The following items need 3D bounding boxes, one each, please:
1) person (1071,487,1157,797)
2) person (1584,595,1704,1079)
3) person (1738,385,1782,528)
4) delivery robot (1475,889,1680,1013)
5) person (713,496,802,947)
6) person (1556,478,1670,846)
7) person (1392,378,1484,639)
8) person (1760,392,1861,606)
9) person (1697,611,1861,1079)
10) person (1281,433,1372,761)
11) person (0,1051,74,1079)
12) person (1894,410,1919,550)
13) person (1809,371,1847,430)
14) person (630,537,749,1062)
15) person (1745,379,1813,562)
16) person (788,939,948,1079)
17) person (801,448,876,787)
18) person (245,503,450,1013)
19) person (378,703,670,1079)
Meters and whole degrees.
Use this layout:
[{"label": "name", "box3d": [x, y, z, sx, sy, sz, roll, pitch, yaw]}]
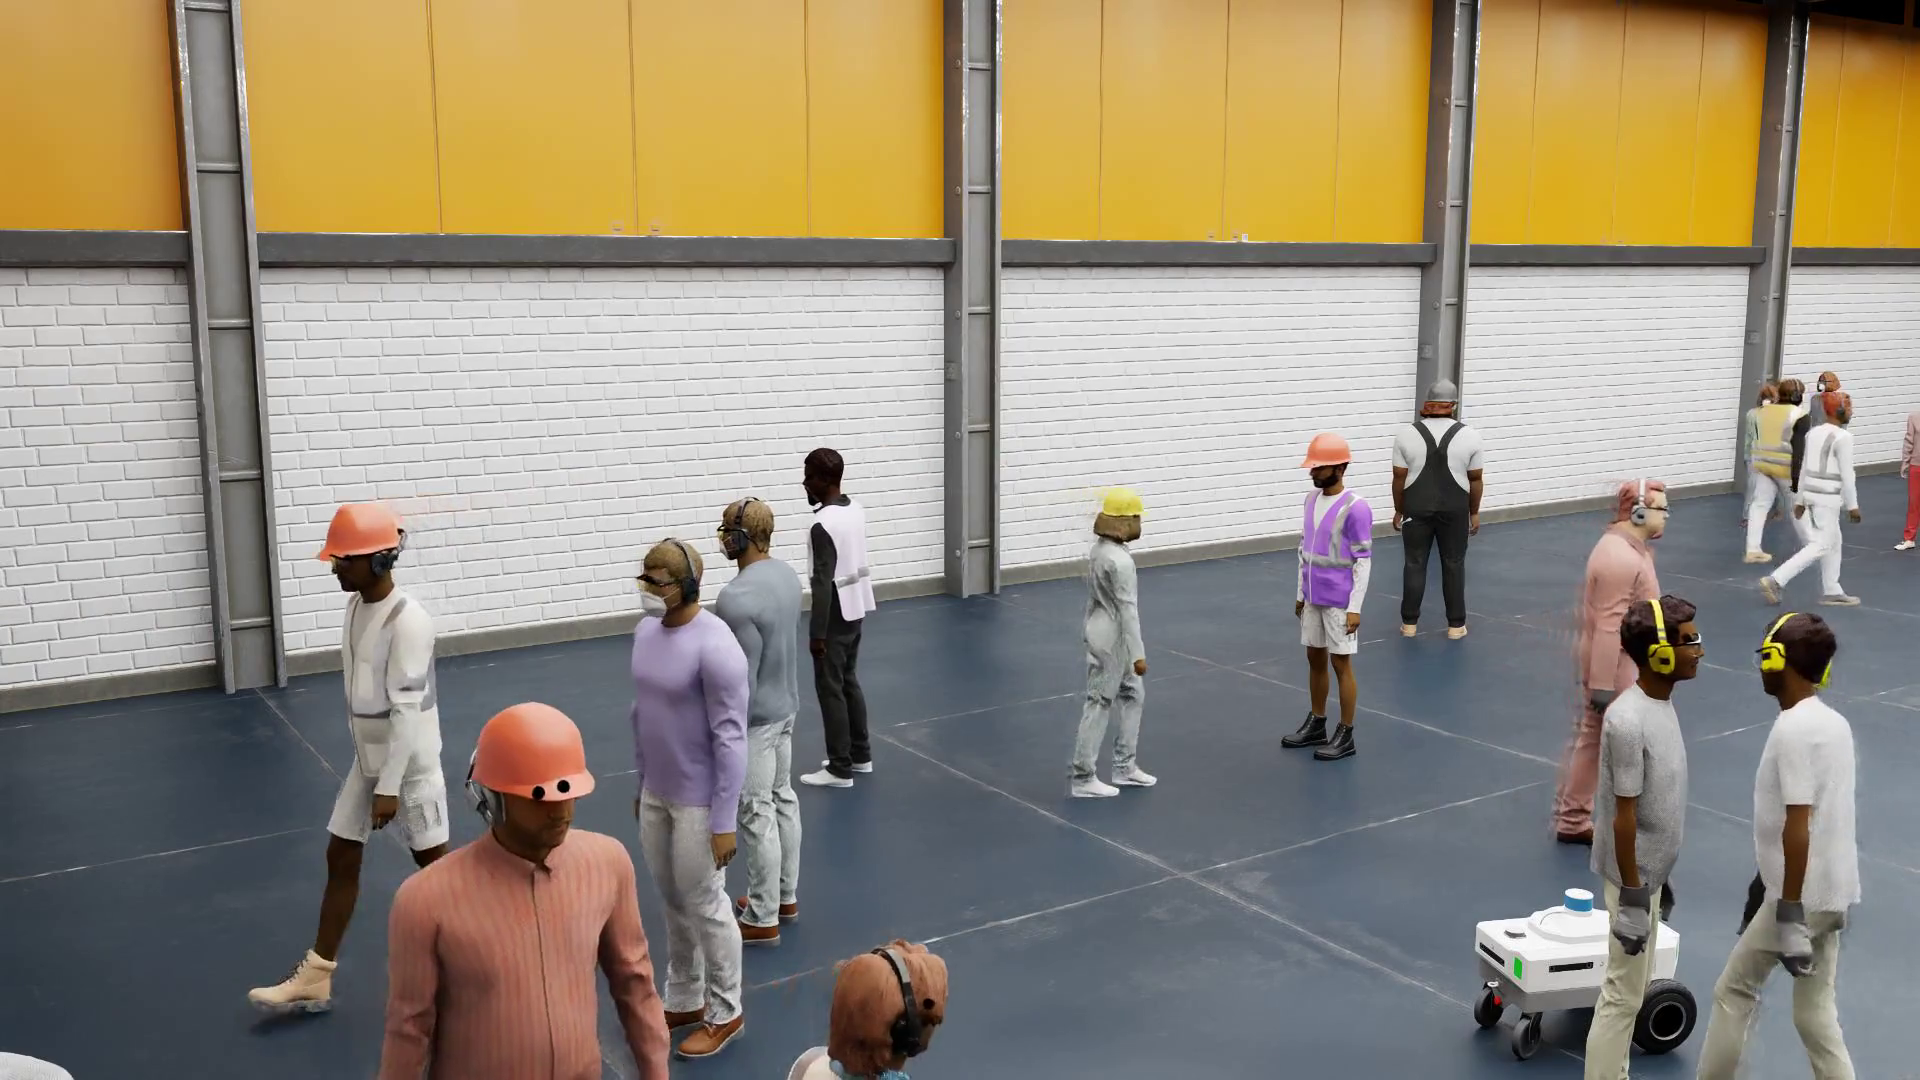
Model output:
[{"label": "person", "box3d": [0.902, 0.562, 9.060, 0.659, 1.714, 0.500, -1, 10, -9]}, {"label": "person", "box3d": [2.217, 1.101, 5.376, 0.328, 1.877, 0.513, 6, 11, 30]}, {"label": "person", "box3d": [9.024, -0.945, 18.581, 0.504, 1.596, 0.846, 9, 13, 42]}, {"label": "delivery robot", "box3d": [2.322, 1.563, 6.278, 0.707, 0.478, 0.477, -2, 10, -12]}, {"label": "person", "box3d": [-0.887, 0.775, 7.152, 0.376, 1.938, 0.639, 3, 10, 15]}, {"label": "person", "box3d": [3.298, 0.638, 8.137, 0.696, 1.880, 0.672, 4, 10, 21]}, {"label": "person", "box3d": [3.731, -0.253, 13.032, 0.688, 2.000, 0.536, 3, 10, 18]}, {"label": "person", "box3d": [7.270, -0.333, 14.109, 0.838, 1.855, 0.574, 1, 9, 3]}, {"label": "person", "box3d": [2.591, 1.142, 5.316, 0.597, 1.813, 0.787, -8, 12, -39]}, {"label": "person", "box3d": [2.158, 0.332, 9.824, 0.372, 1.933, 0.552, -5, 11, -27]}, {"label": "person", "box3d": [-1.769, 1.519, 2.903, 0.519, 1.862, 0.326, -1, 9, -5]}, {"label": "person", "box3d": [9.786, -0.741, 16.799, 0.326, 1.767, 0.533, -8, 12, -39]}, {"label": "person", "box3d": [10.425, -1.217, 20.065, 0.265, 1.632, 0.508, -4, 10, -23]}, {"label": "person", "box3d": [-1.019, 0.947, 6.121, 0.386, 1.937, 0.661, -8, 12, -40]}, {"label": "person", "box3d": [8.124, -0.674, 16.289, 0.931, 1.795, 0.658, -3, 10, -20]}, {"label": "person", "box3d": [-0.118, 1.578, 3.333, 0.845, 1.593, 0.537, -6, 11, -34]}, {"label": "person", "box3d": [-0.679, 0.433, 9.310, 0.384, 1.907, 0.599, 3, 10, 15]}, {"label": "person", "box3d": [-2.307, 0.866, 6.393, 0.970, 2.000, 0.638, -9, 13, -43]}, {"label": "person", "box3d": [-0.973, 1.318, 3.878, 1.033, 1.935, 0.638, 9, 13, 43]}]
